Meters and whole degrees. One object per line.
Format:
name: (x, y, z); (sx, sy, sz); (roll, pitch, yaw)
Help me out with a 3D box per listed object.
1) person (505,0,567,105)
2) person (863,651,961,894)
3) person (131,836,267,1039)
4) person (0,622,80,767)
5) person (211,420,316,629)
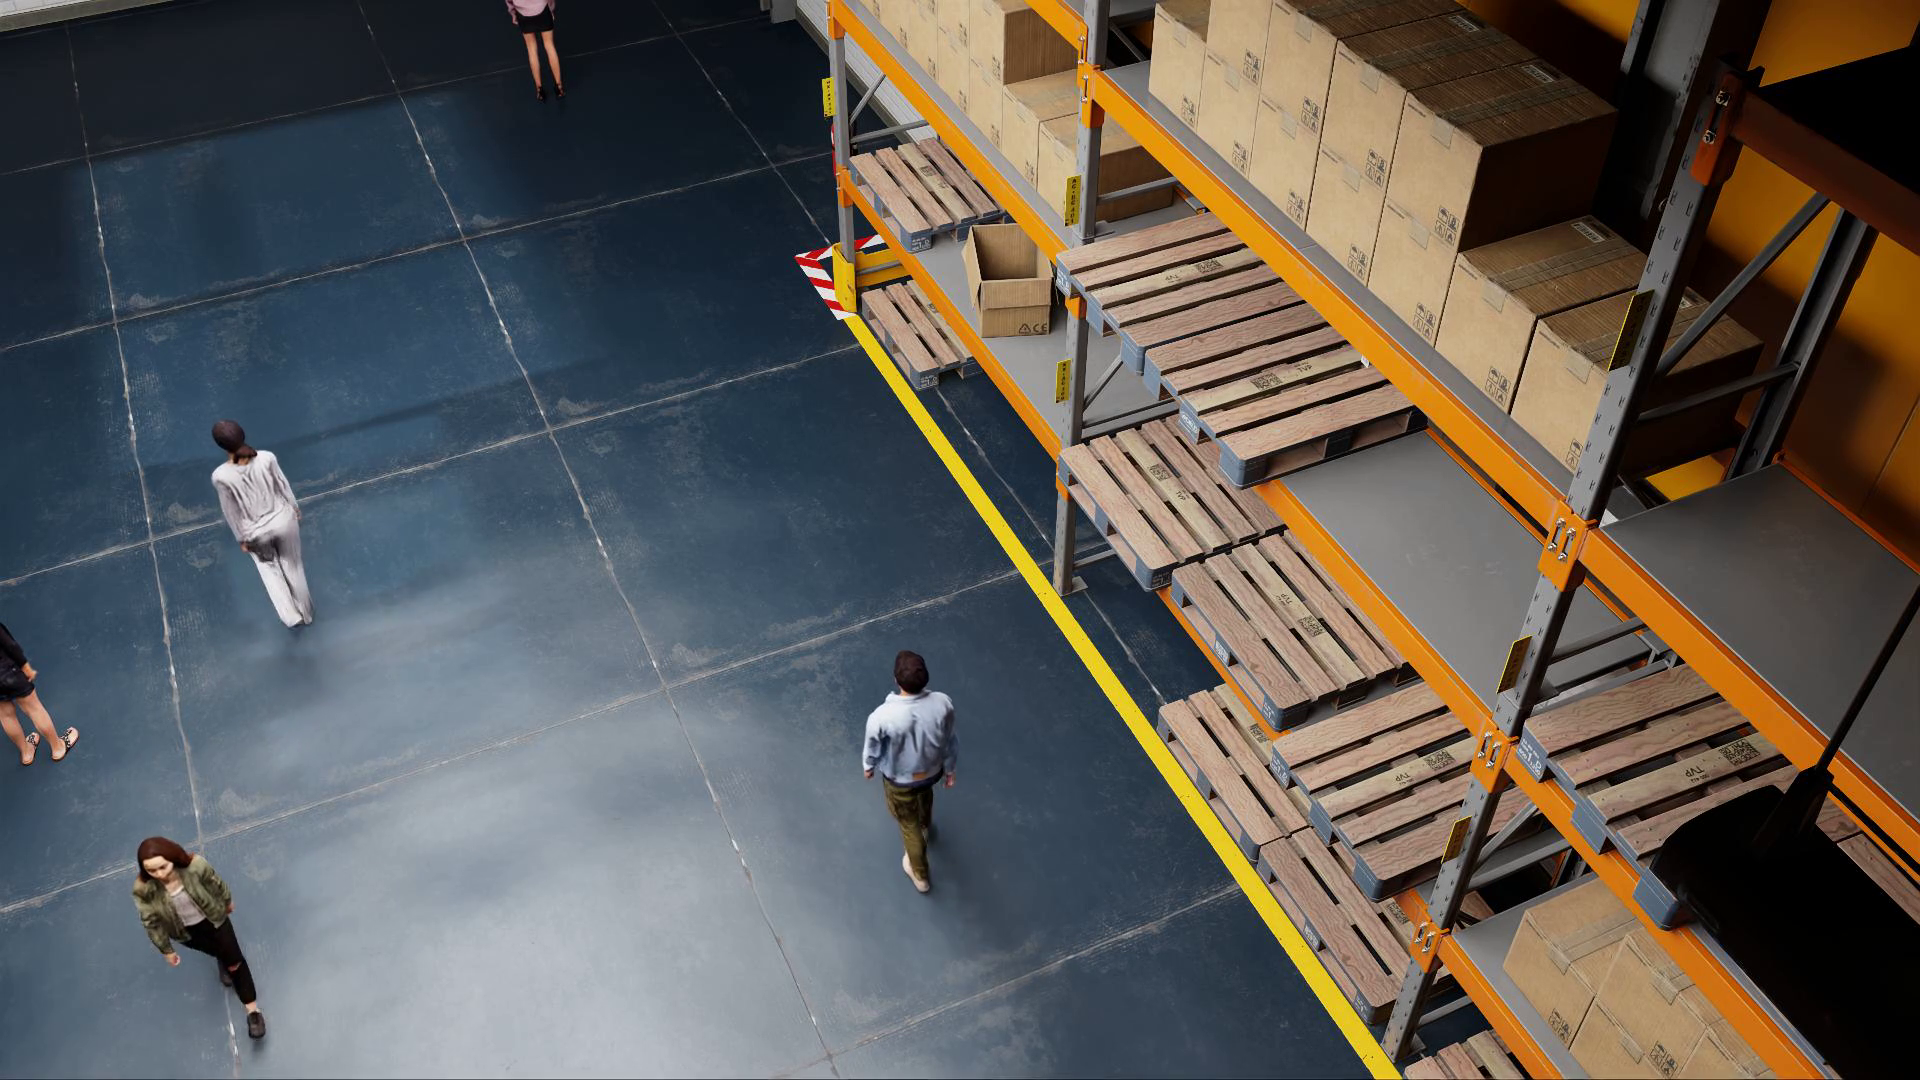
person: (-4.209, -5.186, 16.425); (0.662, 1.811, 0.611); (-7, 44, -7)
person: (-0.245, 1.388, 9.540); (0.665, 1.789, 0.837); (-19, 47, -19)
person: (-4.198, 2.040, 9.108); (0.570, 1.442, 0.930); (-19, 47, -19)
person: (-5.976, 0.816, 10.310); (0.616, 1.555, 0.637); (-4, 44, -4)
person: (-4.576, -0.035, 11.055); (0.614, 1.760, 0.685); (-20, 47, -20)
